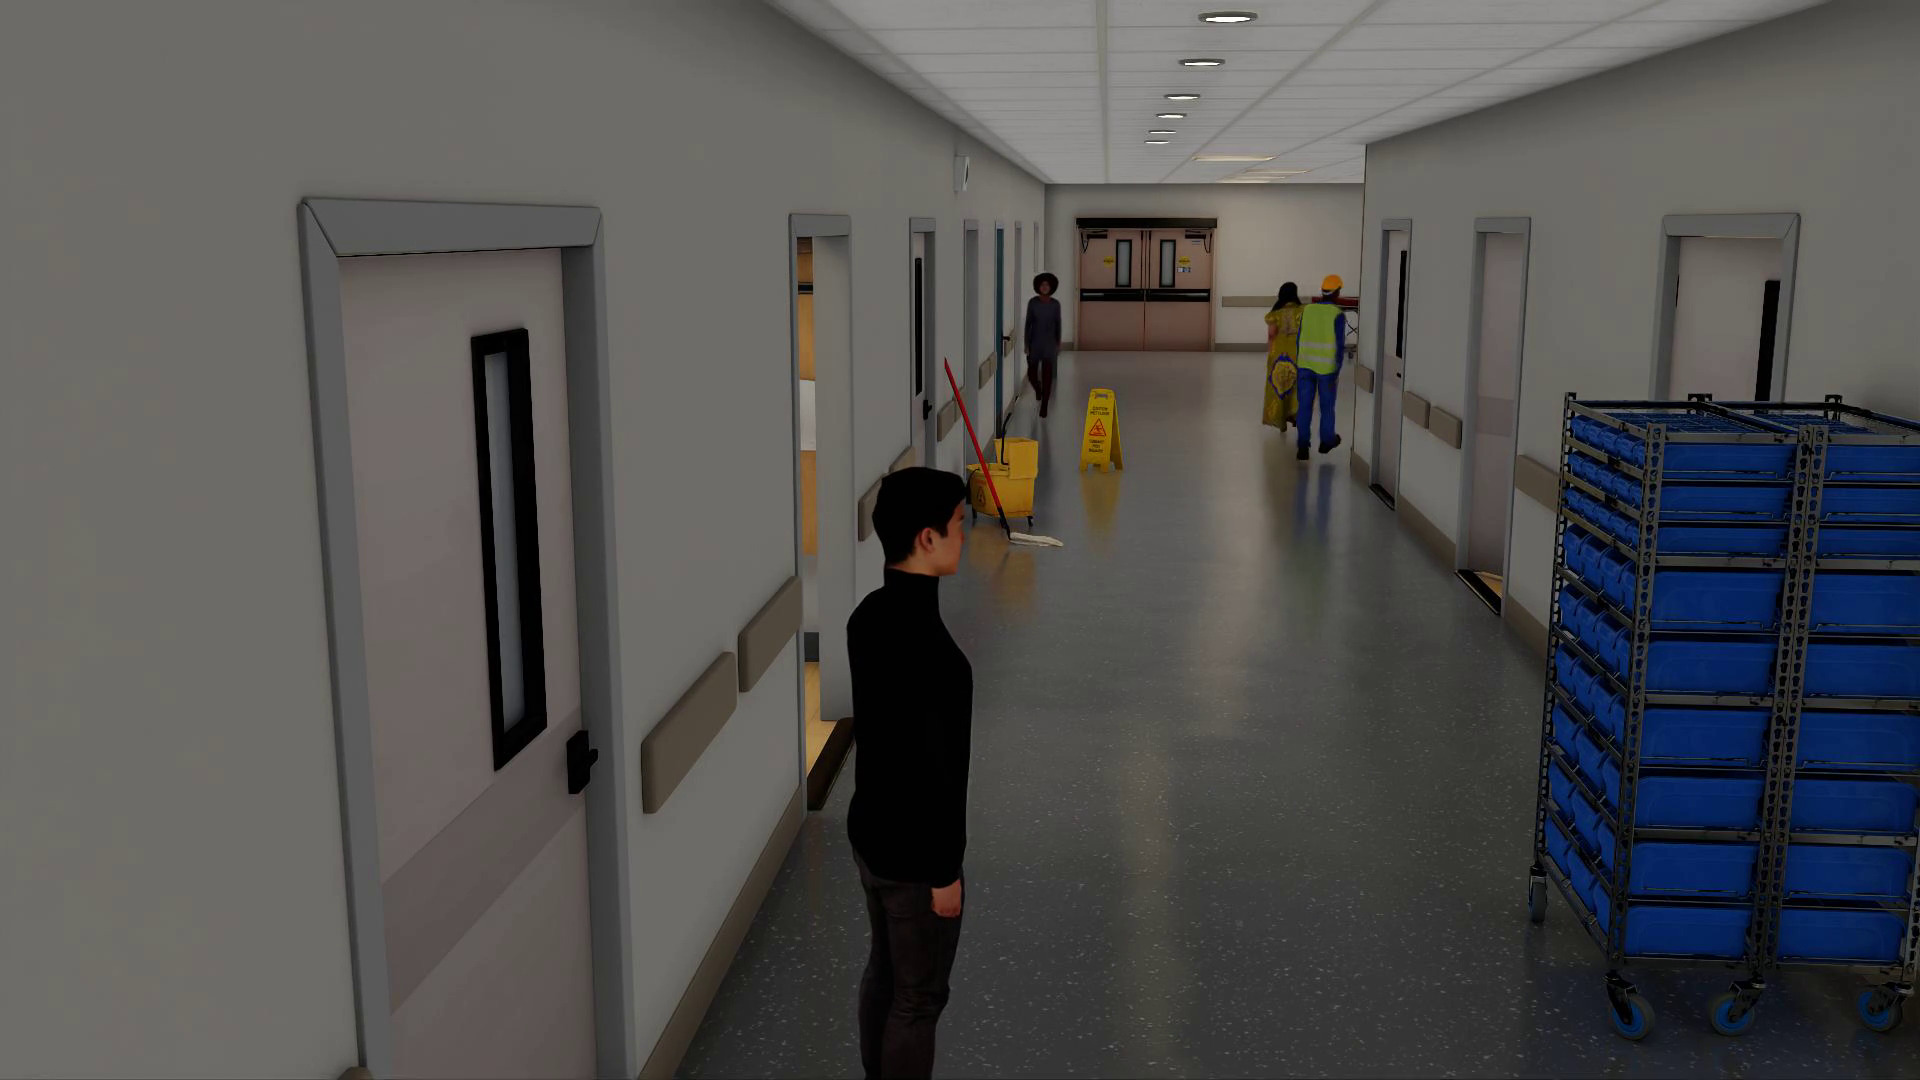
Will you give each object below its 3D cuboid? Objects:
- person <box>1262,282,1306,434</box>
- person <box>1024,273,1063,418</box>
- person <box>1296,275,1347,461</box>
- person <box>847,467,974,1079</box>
[{"bbox_3d":[3.608,-1.989,18.204,0.726,1.651,0.810,2,11,9],"label":"person"},{"bbox_3d":[0.973,-2.316,19.819,0.608,1.692,0.950,0,11,2],"label":"person"},{"bbox_3d":[3.384,-1.594,15.854,0.946,1.752,1.297,4,12,22],"label":"person"},{"bbox_3d":[-0.123,0.679,3.949,0.773,1.723,0.618,-3,11,-17],"label":"person"}]
